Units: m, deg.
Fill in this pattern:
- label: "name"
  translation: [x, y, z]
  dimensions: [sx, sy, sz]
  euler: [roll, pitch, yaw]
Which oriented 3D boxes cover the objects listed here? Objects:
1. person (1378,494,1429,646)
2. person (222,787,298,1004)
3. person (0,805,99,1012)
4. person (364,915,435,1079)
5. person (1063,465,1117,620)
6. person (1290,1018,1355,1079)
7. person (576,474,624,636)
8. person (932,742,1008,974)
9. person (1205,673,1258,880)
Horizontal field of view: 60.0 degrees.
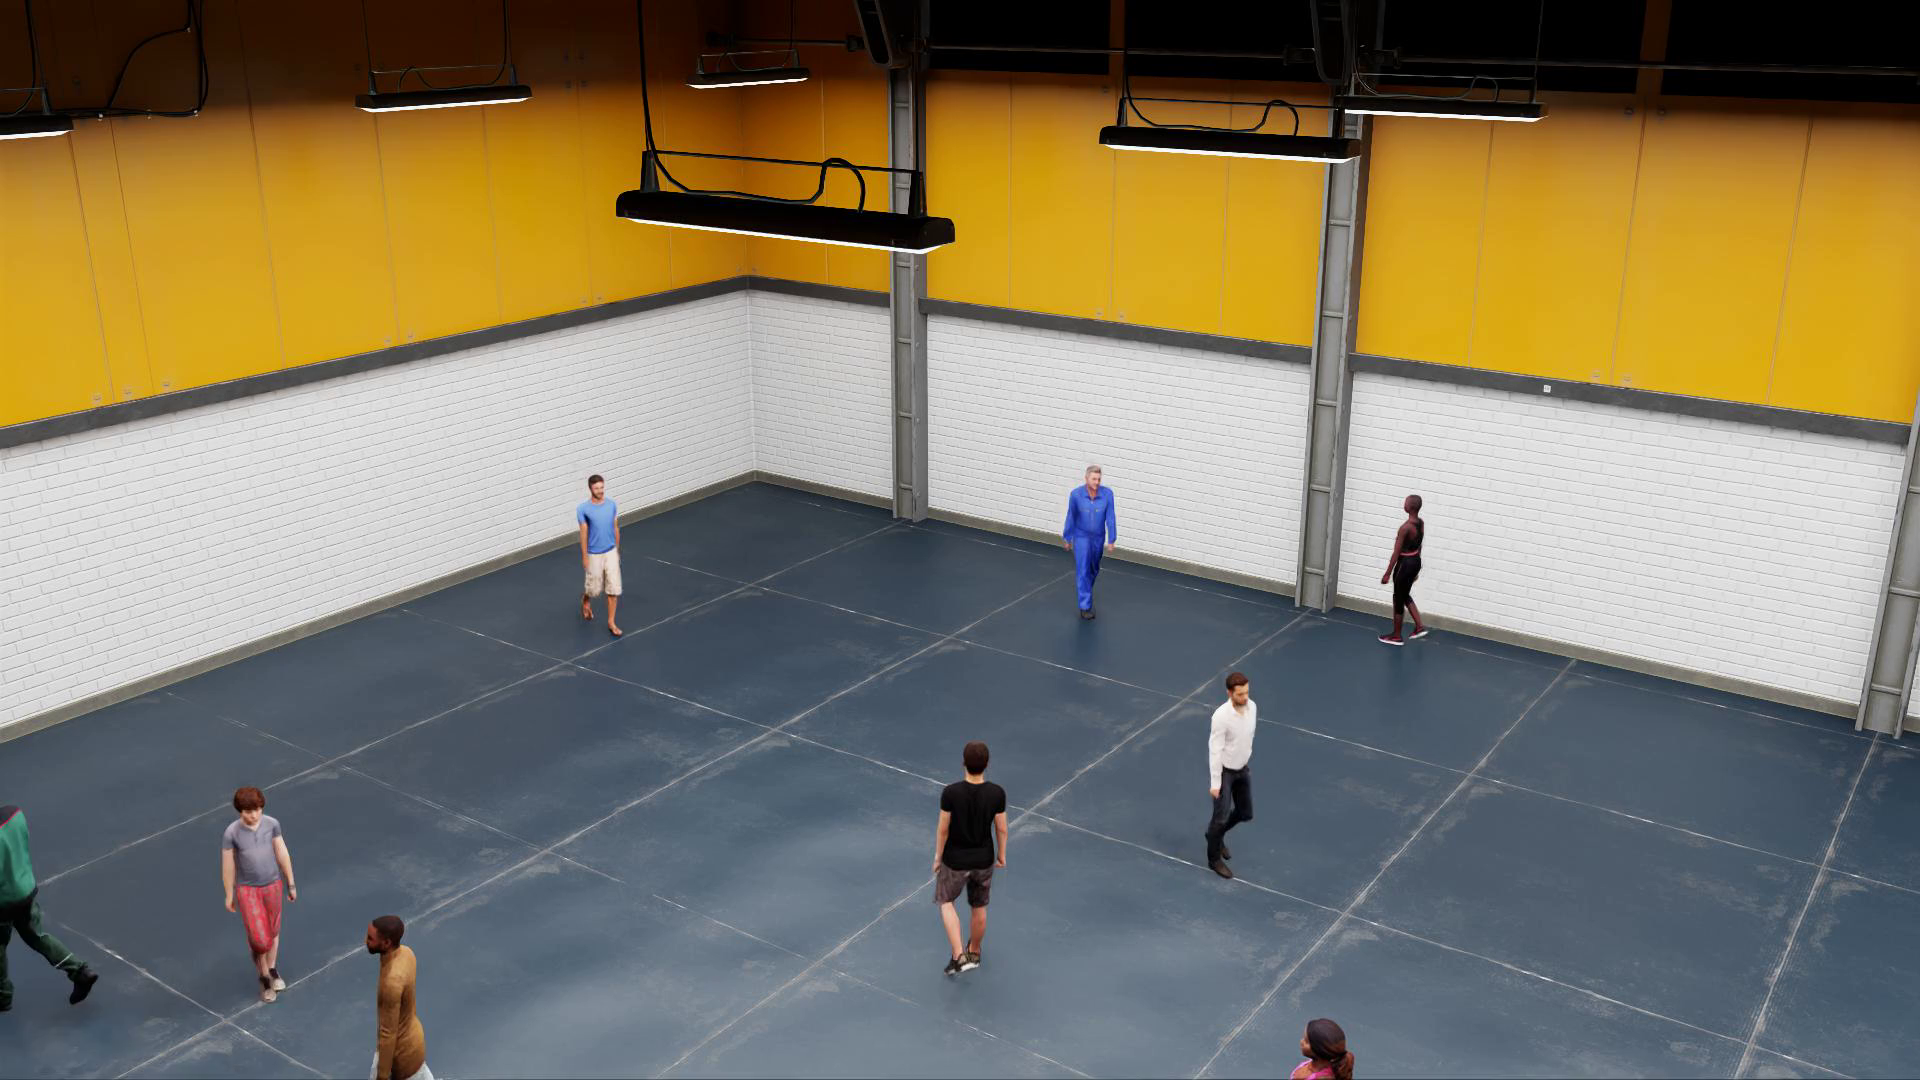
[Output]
- label: "person"
  translation: [4.987, 0.356, 18.317]
  dimensions: [0.790, 1.751, 0.663]
  euler: [17, 25, 40]
- label: "person"
  translation: [-5.123, 2.508, 12.100]
  dimensions: [0.695, 1.640, 0.726]
  euler: [-15, 24, -37]
- label: "person"
  translation: [-6.637, 2.536, 11.758]
  dimensions: [1.257, 1.806, 1.017]
  euler: [2, 19, 7]
- label: "person"
  translation: [-3.292, 3.102, 10.120]
  dimensions: [1.163, 1.778, 1.193]
  euler: [-6, 20, -17]
- label: "person"
  translation: [1.493, -0.031, 19.424]
  dimensions: [1.259, 1.779, 1.314]
  euler: [-2, 19, -7]
- label: "person"
  translation: [1.980, 3.416, 9.275]
  dimensions: [0.665, 1.724, 0.637]
  euler: [4, 19, 11]
- label: "person"
  translation: [-4.092, 0.133, 18.832]
  dimensions: [0.851, 1.845, 1.061]
  euler: [-12, 22, -32]
- label: "person"
  translation: [0.065, 2.365, 12.190]
  dimensions: [0.963, 1.854, 1.025]
  euler: [-4, 19, -11]
- label: "person"
  translation: [2.153, 1.881, 13.645]
  dimensions: [0.806, 1.843, 0.843]
  euler: [-16, 24, -40]
